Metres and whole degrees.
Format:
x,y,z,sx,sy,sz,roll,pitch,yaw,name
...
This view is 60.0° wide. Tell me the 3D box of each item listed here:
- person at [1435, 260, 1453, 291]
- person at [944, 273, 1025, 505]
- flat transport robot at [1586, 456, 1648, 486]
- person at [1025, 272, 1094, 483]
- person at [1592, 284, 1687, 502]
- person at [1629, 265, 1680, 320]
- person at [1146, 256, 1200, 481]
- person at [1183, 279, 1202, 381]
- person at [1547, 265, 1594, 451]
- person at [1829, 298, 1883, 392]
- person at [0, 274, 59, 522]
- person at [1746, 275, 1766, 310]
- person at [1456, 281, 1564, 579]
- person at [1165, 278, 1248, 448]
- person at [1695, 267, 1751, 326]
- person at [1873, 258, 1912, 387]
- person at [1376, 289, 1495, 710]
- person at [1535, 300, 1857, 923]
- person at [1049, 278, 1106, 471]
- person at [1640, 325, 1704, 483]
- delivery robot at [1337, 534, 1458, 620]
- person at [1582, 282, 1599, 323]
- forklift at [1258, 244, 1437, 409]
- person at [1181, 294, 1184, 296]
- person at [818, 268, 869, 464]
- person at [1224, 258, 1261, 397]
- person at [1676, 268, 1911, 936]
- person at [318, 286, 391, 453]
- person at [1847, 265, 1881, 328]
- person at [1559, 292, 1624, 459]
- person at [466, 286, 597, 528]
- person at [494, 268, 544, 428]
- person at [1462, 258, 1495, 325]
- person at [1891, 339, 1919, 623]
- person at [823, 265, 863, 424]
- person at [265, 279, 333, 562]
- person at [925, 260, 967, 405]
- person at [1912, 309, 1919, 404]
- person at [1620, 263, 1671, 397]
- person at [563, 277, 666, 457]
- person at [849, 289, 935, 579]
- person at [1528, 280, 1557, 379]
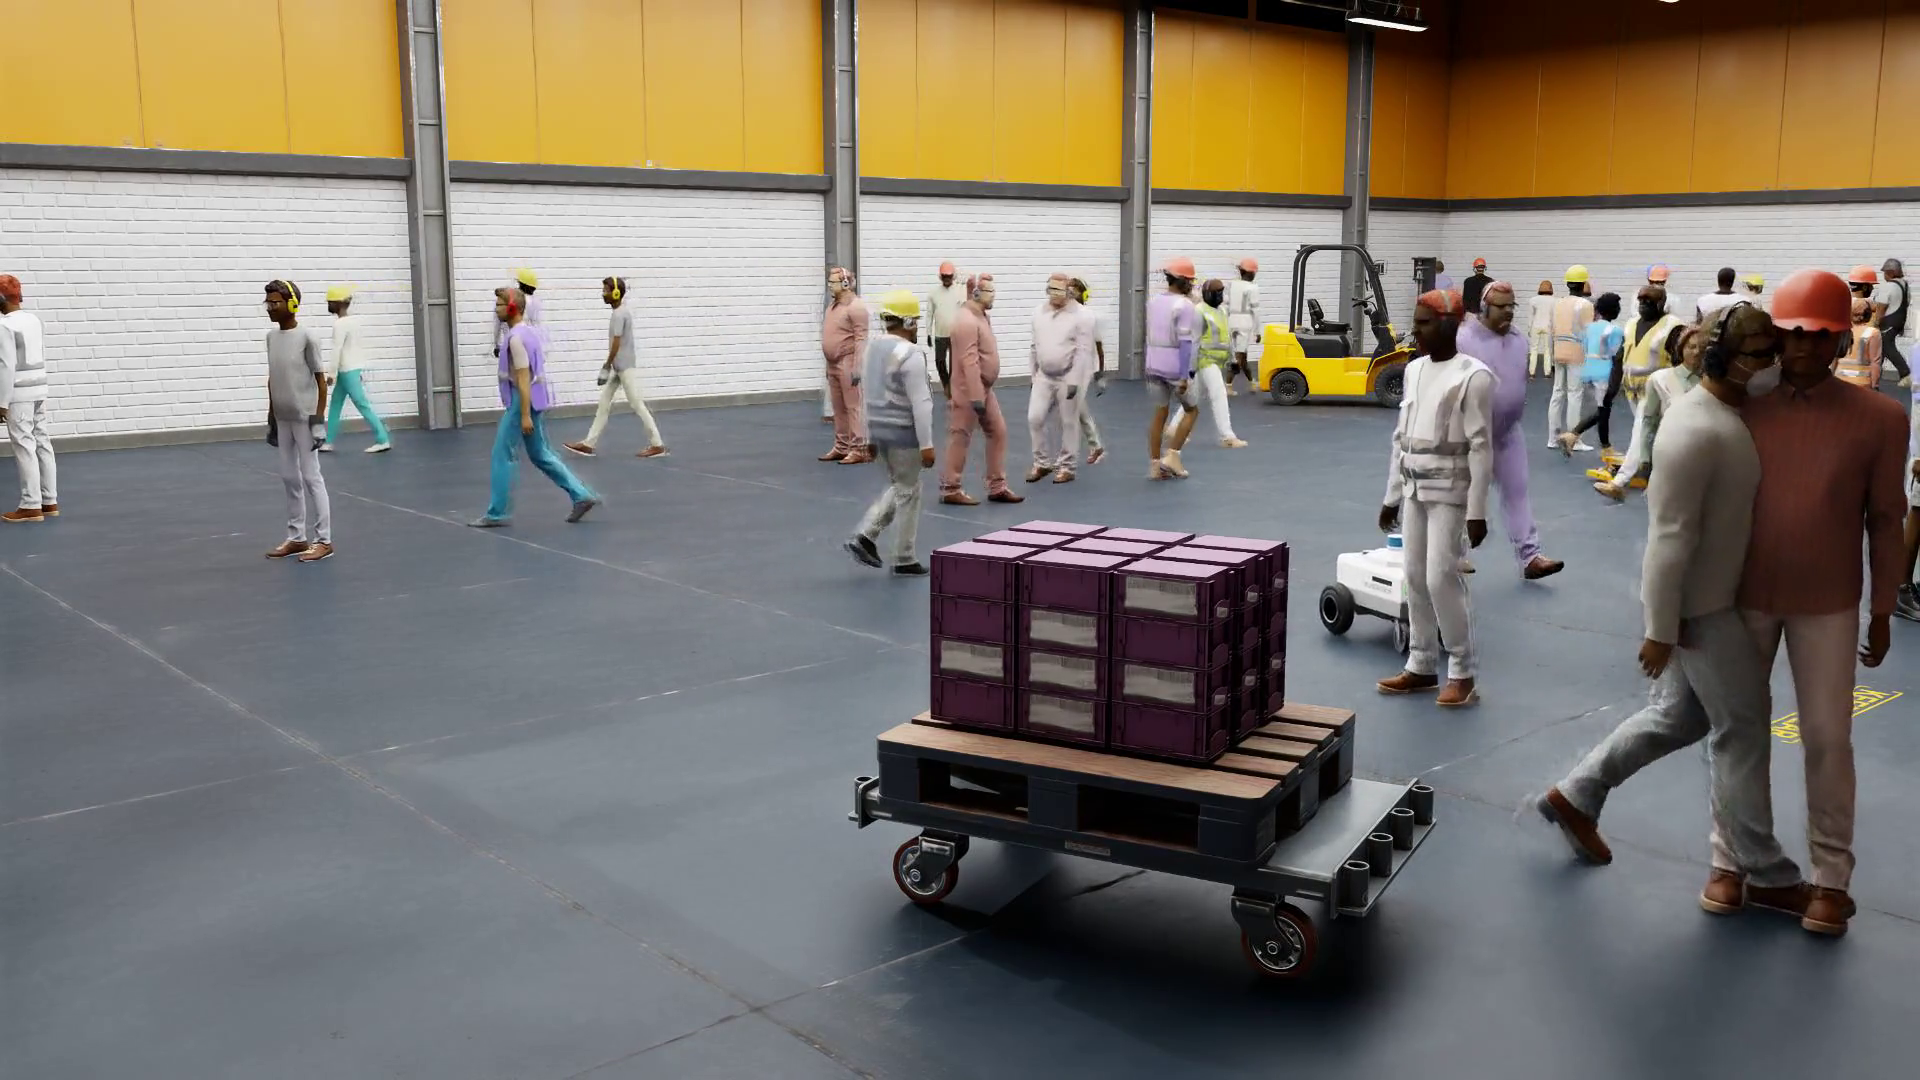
x,y,z,sx,sy,sz,roll,pitch,yaw,name
9.162,-4.404,32.018,0.627,1.941,0.370,5,11,26,person
0.216,-1.198,13.415,0.795,1.874,0.667,2,10,13,person
6.394,-0.621,14.752,1.431,0.197,0.652,0,10,-2,flat transport robot
0.850,-1.424,14.741,0.646,1.882,0.589,6,11,30,person
5.647,-1.213,13.779,0.963,1.788,0.639,-3,10,-17,person
8.478,-2.409,20.431,0.574,1.897,0.886,6,11,32,person
1.903,-1.528,14.953,0.488,2.013,0.608,-8,12,-38,person
3.367,-3.107,25.040,0.862,1.729,0.520,-6,11,-30,person
6.367,-1.886,17.307,0.359,1.930,0.588,-5,11,-25,person
8.282,-1.417,15.408,0.308,1.639,0.524,-4,10,-22,person
-7.178,-1.078,12.717,0.353,1.883,0.573,0,10,1,person
11.995,-3.114,25.053,0.852,1.724,0.548,-1,10,-6,person
3.358,-0.665,10.363,0.659,1.856,0.966,-3,10,-19,person
2.616,-1.890,17.751,0.973,1.799,0.627,5,11,29,person
8.817,-2.205,19.272,0.591,1.904,0.524,4,11,23,person
14.461,-3.390,25.786,0.686,2.000,0.956,-7,12,-36,person
2.169,-0.186,7.547,0.366,1.876,0.637,-3,10,-19,person
2.314,0.203,5.198,0.945,1.898,0.642,7,12,36,person
1.135,-1.600,15.954,0.538,1.825,0.979,8,12,38,person
4.273,-0.446,9.775,0.520,1.627,0.378,3,10,14,person
2.289,0.214,8.729,0.477,0.478,0.707,-2,10,-19,delivery robot
10.528,-3.554,28.071,0.511,1.590,0.871,2,10,10,person
5.256,-2.933,22.661,2.313,2.155,1.214,3,10,16,forklift
3.516,-3.391,26.827,0.532,1.690,0.322,5,11,25,person
-1.150,-1.693,16.243,0.399,1.908,0.642,-6,11,-32,person
4.156,-3.055,23.982,1.025,1.986,0.622,-7,12,-34,person
2.505,0.176,5.072,0.634,1.988,0.441,6,11,30,person
-6.310,-1.740,17.059,0.904,1.714,0.540,-1,10,-9,person
8.705,-1.702,16.205,0.372,1.934,0.551,-3,10,-14,person
6.285,-1.607,16.425,0.719,1.674,0.538,-1,10,-9,person
-3.215,-0.992,12.448,0.914,1.813,0.580,-1,10,-7,person
-5.228,-2.244,19.564,0.738,1.885,0.439,3,10,15,person
9.712,-4.288,31.207,0.617,1.990,0.402,-1,10,-3,person
5.471,-0.509,9.215,0.542,1.939,0.364,-6,11,-31,person
-1.324,-2.344,20.027,0.745,1.910,0.634,-2,10,-11,person
-4.422,-0.788,11.056,0.521,1.870,0.319,5,11,29,person
-0.149,-2.846,22.820,0.634,1.976,0.690,2,10,10,person
10.415,-1.914,17.746,0.403,1.835,0.588,1,10,7,person
9.667,-2.926,23.404,0.700,1.928,0.618,2,10,10,person
-3.451,-1.714,16.639,1.019,1.814,0.515,-2,10,-14,person
-0.388,-0.649,10.402,0.454,1.814,0.602,-5,11,-29,person
9.645,-3.477,27.518,0.494,1.624,0.279,4,11,23,person
